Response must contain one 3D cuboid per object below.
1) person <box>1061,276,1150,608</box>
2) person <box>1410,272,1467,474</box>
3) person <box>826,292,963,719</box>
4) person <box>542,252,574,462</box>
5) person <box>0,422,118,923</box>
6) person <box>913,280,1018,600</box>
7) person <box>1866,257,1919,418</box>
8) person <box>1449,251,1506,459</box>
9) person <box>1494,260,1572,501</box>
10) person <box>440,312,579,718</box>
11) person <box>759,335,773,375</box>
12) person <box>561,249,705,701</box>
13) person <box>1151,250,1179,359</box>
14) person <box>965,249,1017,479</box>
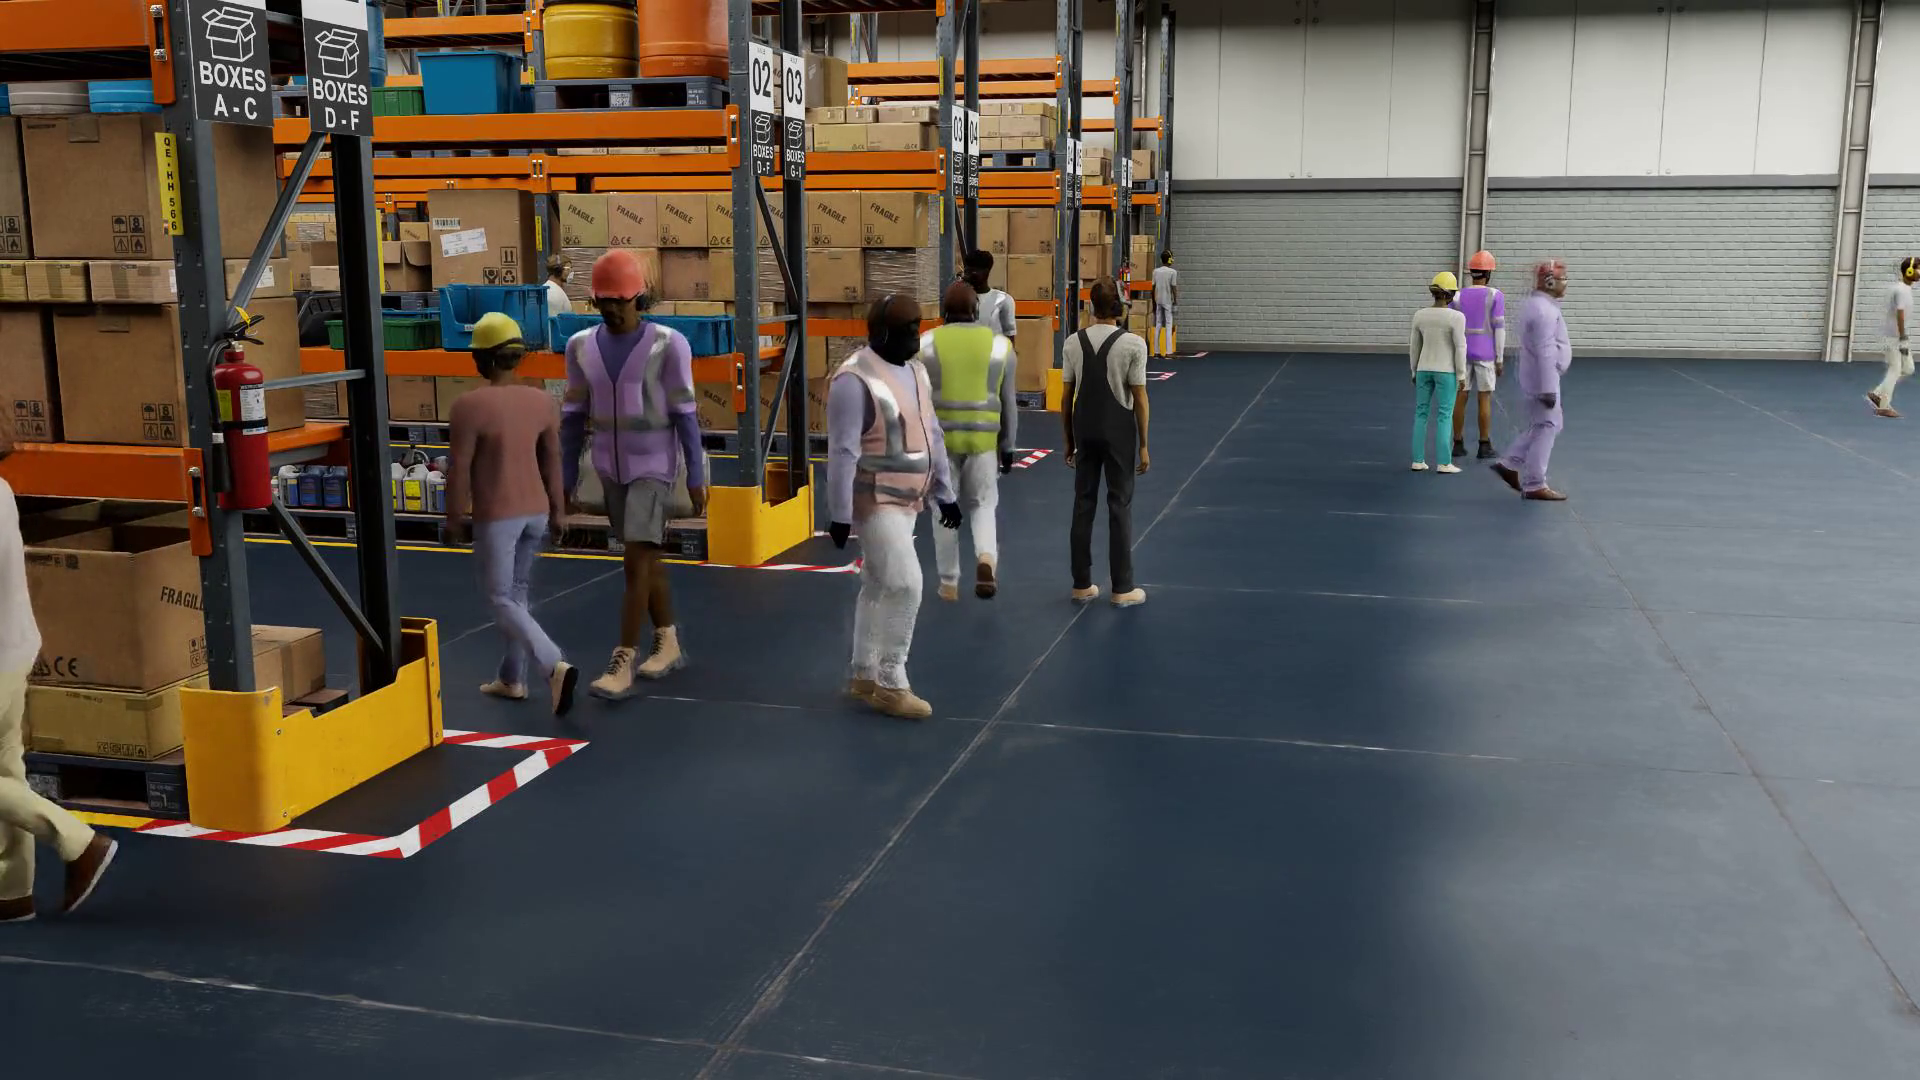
[{"bbox_3d":[0.816,-0.542,9.289,0.514,1.842,0.328,6,12,28],"label":"person"},{"bbox_3d":[4.210,-1.466,14.623,0.315,1.767,0.535,-9,14,-42],"label":"person"},{"bbox_3d":[-0.263,-0.147,7.169,0.626,1.815,0.652,4,11,23],"label":"person"},{"bbox_3d":[-3.734,-1.686,15.396,0.374,1.931,0.633,-3,11,-16],"label":"person"},{"bbox_3d":[-2.815,0.362,4.874,0.412,1.620,0.525,-4,11,-22],"label":"person"},{"bbox_3d":[0.011,-0.528,9.275,0.630,1.827,0.605,-2,10,-9],"label":"person"},{"bbox_3d":[10.810,-2.323,19.151,0.412,1.848,0.547,8,13,38],"label":"person"},{"bbox_3d":[4.853,-1.733,15.623,0.542,1.939,0.364,8,13,39],"label":"person"},{"bbox_3d":[4.566,-1.246,13.055,0.464,1.888,0.664,2,10,11],"label":"person"},{"bbox_3d":[-1.898,-0.104,7.149,0.725,1.741,0.524,7,12,33],"label":"person"},{"bbox_3d":[-2.316,-2.495,19.589,0.405,2.035,0.606,3,11,15],"label":"person"},{"bbox_3d":[-1.521,-0.290,7.462,0.660,1.986,0.916,4,11,19],"label":"person"},{"bbox_3d":[3.529,-4.054,28.672,0.513,1.872,0.331,8,13,39],"label":"person"},{"bbox_3d":[0.180,-1.499,14.255,0.607,1.963,0.373,5,11,24],"label":"person"}]
